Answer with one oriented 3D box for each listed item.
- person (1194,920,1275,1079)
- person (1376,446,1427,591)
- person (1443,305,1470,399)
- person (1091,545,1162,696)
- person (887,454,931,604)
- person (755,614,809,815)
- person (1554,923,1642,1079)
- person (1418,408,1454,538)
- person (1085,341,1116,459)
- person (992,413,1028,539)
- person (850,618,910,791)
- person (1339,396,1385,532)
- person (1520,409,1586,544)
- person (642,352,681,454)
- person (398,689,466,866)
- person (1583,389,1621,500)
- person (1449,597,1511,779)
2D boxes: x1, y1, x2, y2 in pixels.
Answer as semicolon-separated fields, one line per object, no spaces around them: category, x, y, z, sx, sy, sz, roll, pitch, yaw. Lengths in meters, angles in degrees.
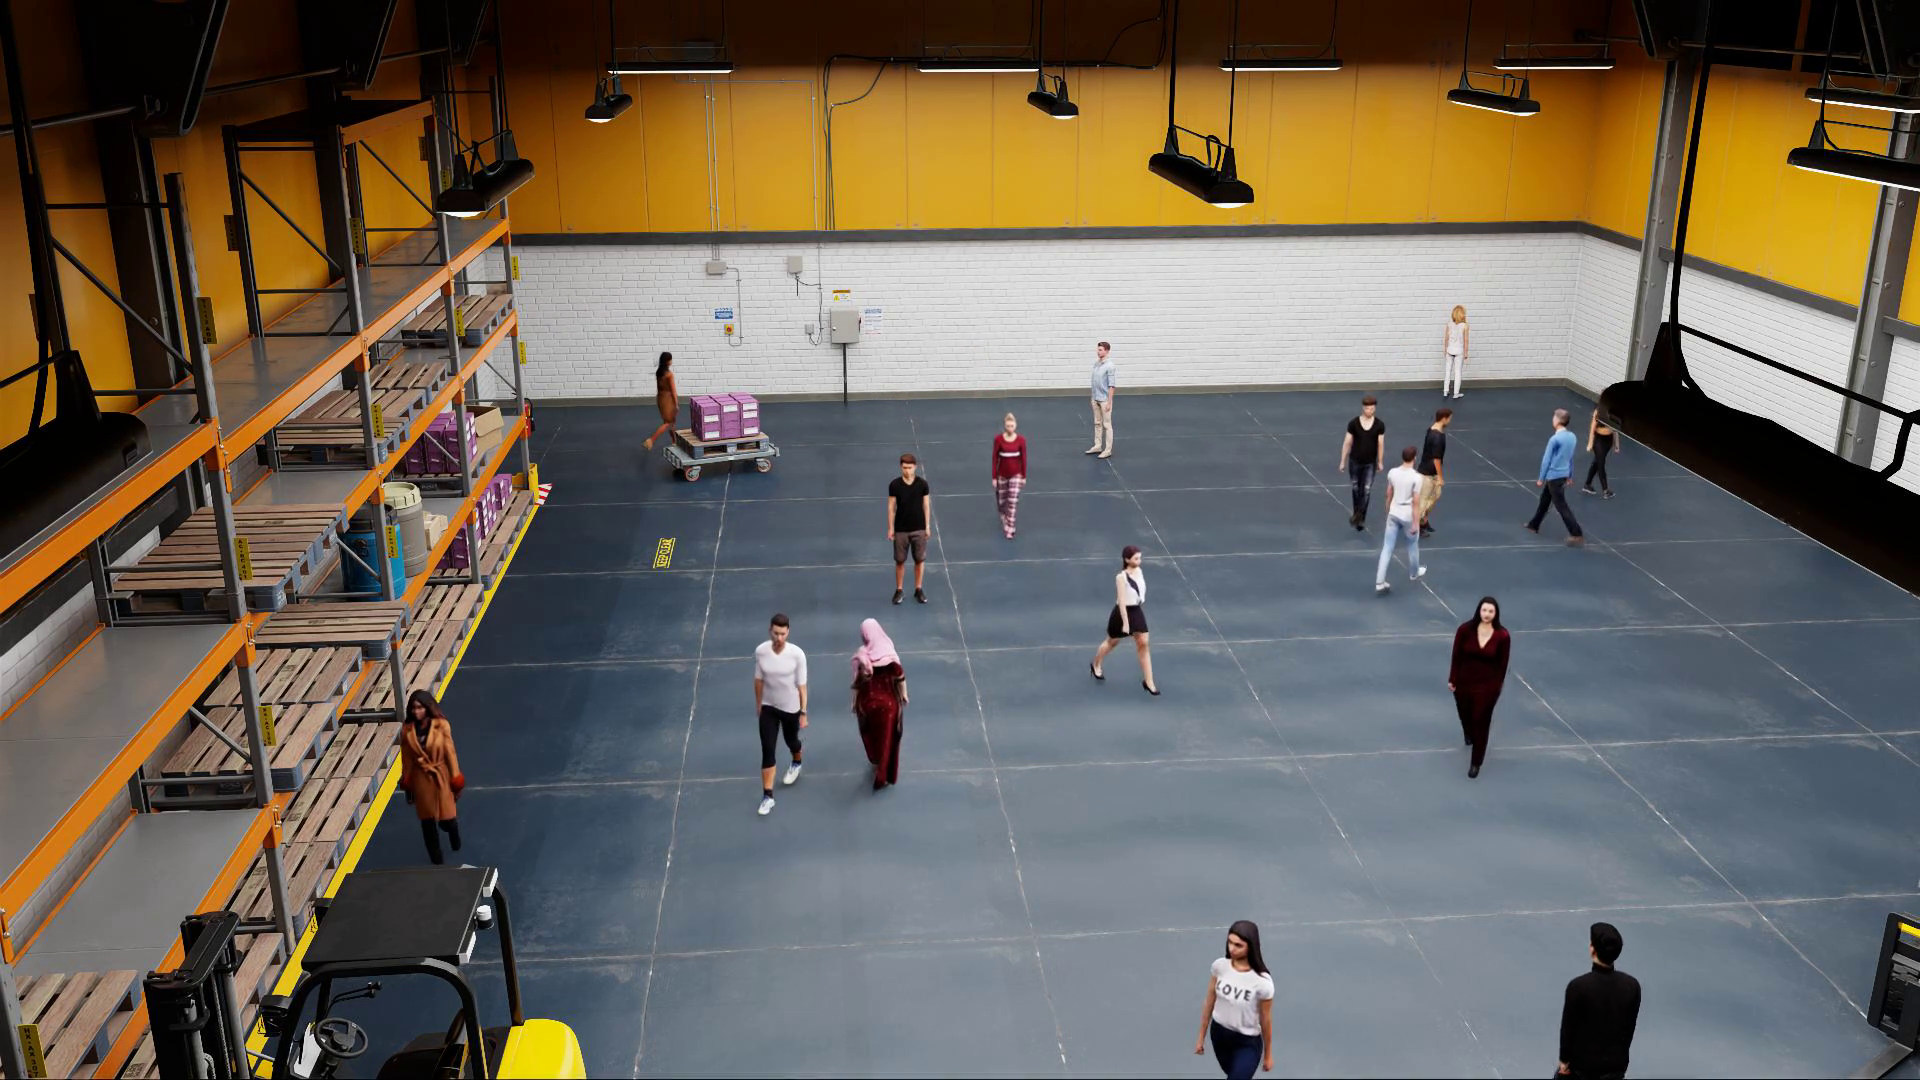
person;1.796;3.169;10.524;1.122;1.725;1.158;16;25;40
person;5.395;-0.220;20.473;1.245;1.799;1.263;17;25;41
person;8.990;-3.432;30.208;0.677;1.672;0.736;15;24;37
person;1.692;0.844;17.627;1.131;1.599;1.052;16;24;39
person;-0.605;-0.159;20.195;0.675;1.861;0.538;-2;19;-5
person;-1.611;1.514;15.310;0.933;1.807;1.310;4;19;13
person;3.995;3.233;10.357;0.691;1.712;0.664;1;19;3
person;6.249;-0.907;22.473;0.820;1.825;0.691;2;19;7
person;2.266;-2.244;26.407;0.794;1.848;0.662;-12;22;-31
person;0.661;-0.890;22.646;0.651;1.682;0.905;-1;19;-3
person;-0.782;1.566;15.507;0.766;1.583;0.991;2;19;5
person;5.563;-1.080;22.954;1.029;1.846;1.289;6;20;18
person;8.088;-0.817;22.301;1.116;1.763;1.311;-15;24;-38
person;-4.690;-2.118;26.318;1.010;1.665;1.032;-16;25;-40
person;-4.390;2.037;13.913;0.724;1.707;0.843;0;19;-1
person;9.352;-1.439;24.376;0.750;1.618;1.040;-7;20;-19
person;4.961;1.346;15.961;1.039;1.711;1.227;9;21;25
